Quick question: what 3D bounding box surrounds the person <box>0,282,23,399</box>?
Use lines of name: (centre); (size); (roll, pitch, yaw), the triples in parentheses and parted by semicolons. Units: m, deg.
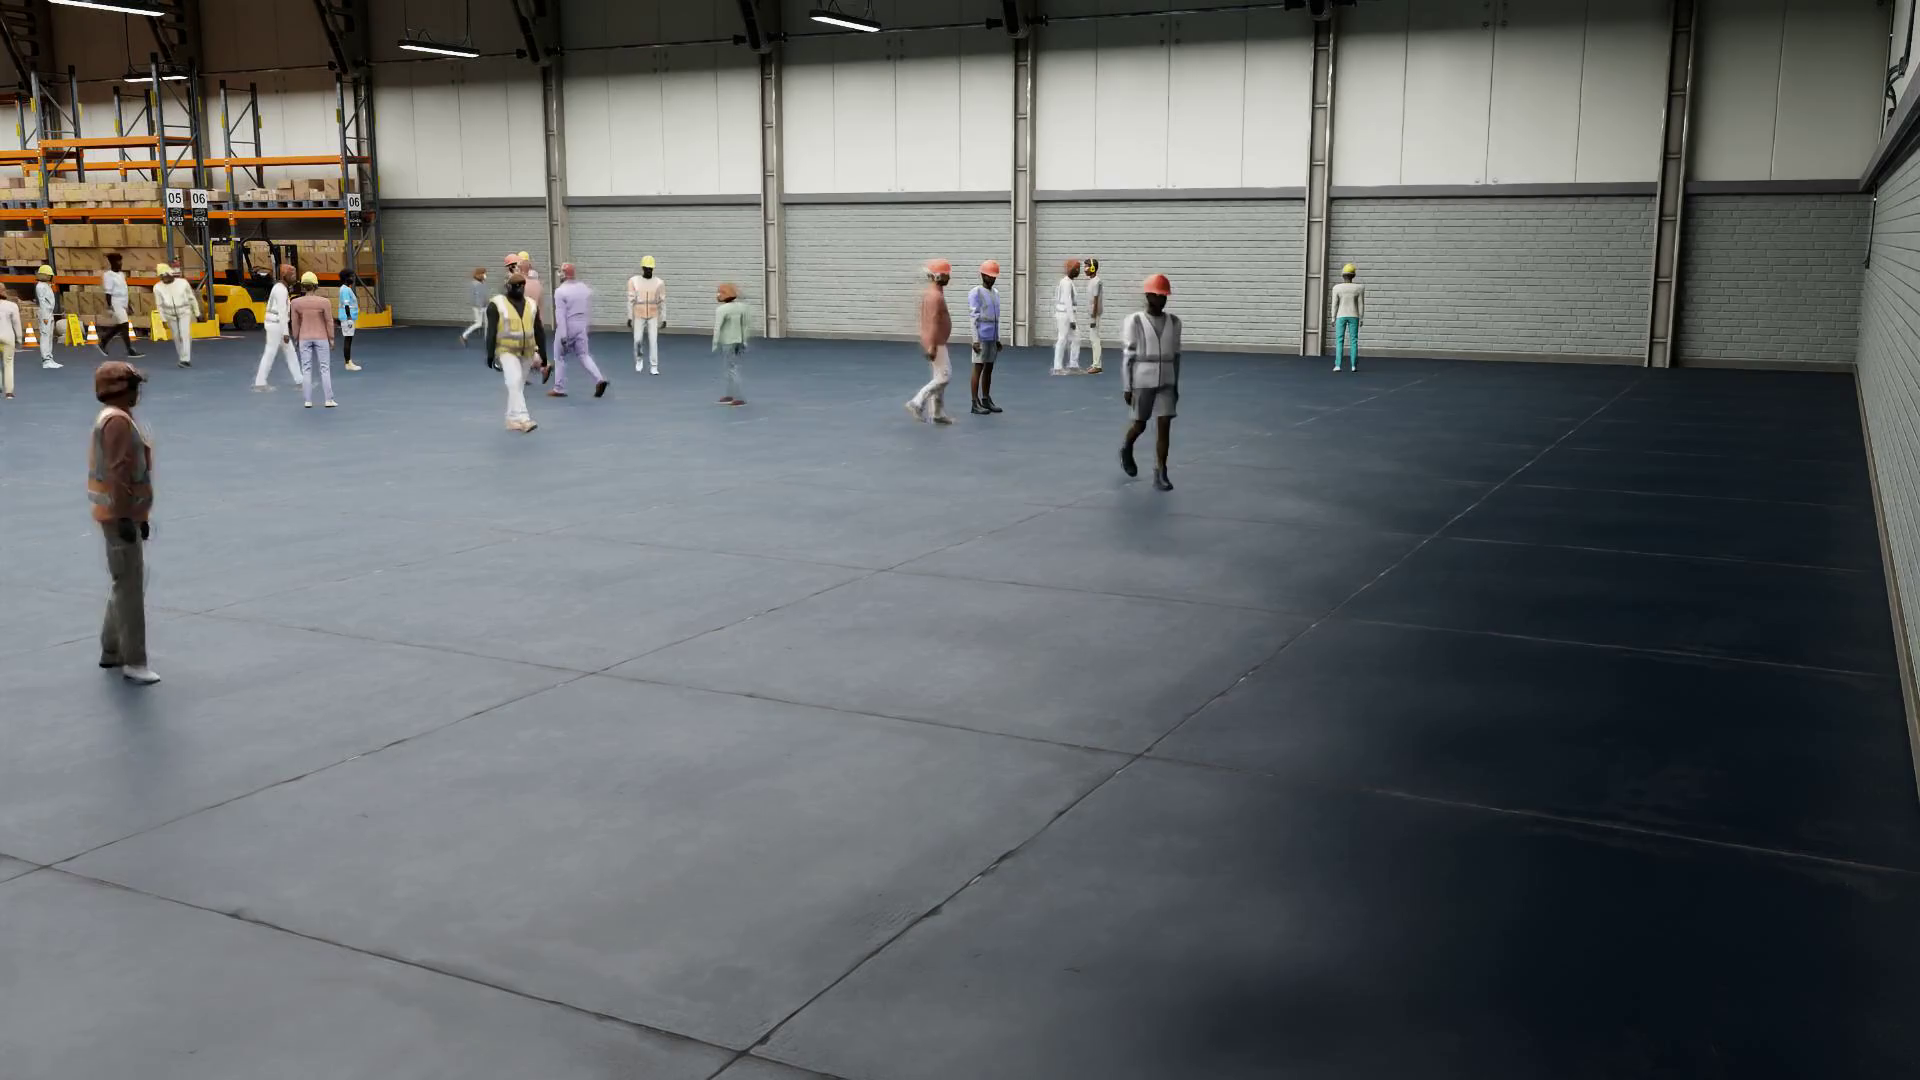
person: (-13.230, -2.759, 22.958); (0.523, 1.611, 0.541); (-5, 12, -26)

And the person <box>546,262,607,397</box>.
person: (-5.344, -2.907, 23.060); (0.888, 1.873, 0.641); (7, 12, 33)

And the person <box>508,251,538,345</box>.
person: (-8.398, -4.592, 32.090); (0.594, 1.925, 0.369); (0, 10, -1)

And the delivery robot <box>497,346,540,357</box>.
delivery robot: (-7.303, -3.114, 27.521); (0.707, 0.478, 0.477); (4, 11, 23)

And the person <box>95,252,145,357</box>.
person: (-15.552, -4.327, 30.612); (0.880, 1.941, 0.606); (-1, 10, -5)

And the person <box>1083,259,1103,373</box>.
person: (2.169, -3.645, 27.124); (0.312, 1.860, 0.505); (-1, 10, -3)

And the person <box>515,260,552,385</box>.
person: (-6.443, -3.235, 24.827); (0.744, 1.877, 0.640); (4, 11, 18)

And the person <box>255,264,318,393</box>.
person: (-9.709, -3.027, 23.850); (0.947, 1.818, 0.609); (-4, 11, -19)

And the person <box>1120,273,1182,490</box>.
person: (1.704, -1.431, 14.914); (0.547, 1.916, 0.826); (-3, 11, -15)

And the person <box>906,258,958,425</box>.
person: (-0.307, -2.319, 19.567); (0.503, 1.981, 0.619); (-1, 10, -3)

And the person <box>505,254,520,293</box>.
person: (-7.364, -3.775, 27.642); (0.373, 1.928, 0.543); (5, 12, 27)

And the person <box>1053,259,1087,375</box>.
person: (1.797, -3.547, 26.562); (0.690, 1.859, 0.619); (2, 11, 11)

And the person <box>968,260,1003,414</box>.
person: (0.346, -2.551, 20.962); (0.374, 1.928, 0.542); (8, 13, 36)

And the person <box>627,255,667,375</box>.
person: (-5.057, -3.634, 26.895); (0.642, 1.914, 0.540); (-3, 11, -17)

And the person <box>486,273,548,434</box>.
person: (-4.987, -2.119, 18.942); (0.655, 1.798, 0.918); (-10, 14, -43)

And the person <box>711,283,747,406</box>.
person: (-3.094, -2.571, 21.909); (0.652, 1.605, 0.536); (6, 12, 30)

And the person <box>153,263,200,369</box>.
person: (-13.181, -3.757, 27.977); (0.655, 1.773, 0.752); (-3, 11, -14)

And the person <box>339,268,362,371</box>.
person: (-10.136, -3.651, 27.588); (0.318, 1.699, 0.535); (-4, 11, -19)

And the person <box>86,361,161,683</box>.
person: (-4.245, -0.092, 8.435); (0.338, 1.613, 0.611); (-5, 11, -23)

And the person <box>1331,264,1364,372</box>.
person: (6.386, -3.653, 27.415); (0.533, 1.767, 0.315); (1, 10, 7)

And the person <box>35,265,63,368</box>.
person: (-15.473, -3.787, 28.228); (0.311, 1.736, 0.483); (-3, 11, -16)

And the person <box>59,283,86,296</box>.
person: (-21.808, -6.233, 40.735); (0.806, 2.000, 0.688); (9, 14, 42)

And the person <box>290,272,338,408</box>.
person: (-8.418, -2.602, 21.677); (0.522, 1.771, 0.306); (-2, 11, -9)

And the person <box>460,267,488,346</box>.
person: (-9.619, -4.632, 33.181); (0.660, 1.612, 0.500); (2, 11, 9)
